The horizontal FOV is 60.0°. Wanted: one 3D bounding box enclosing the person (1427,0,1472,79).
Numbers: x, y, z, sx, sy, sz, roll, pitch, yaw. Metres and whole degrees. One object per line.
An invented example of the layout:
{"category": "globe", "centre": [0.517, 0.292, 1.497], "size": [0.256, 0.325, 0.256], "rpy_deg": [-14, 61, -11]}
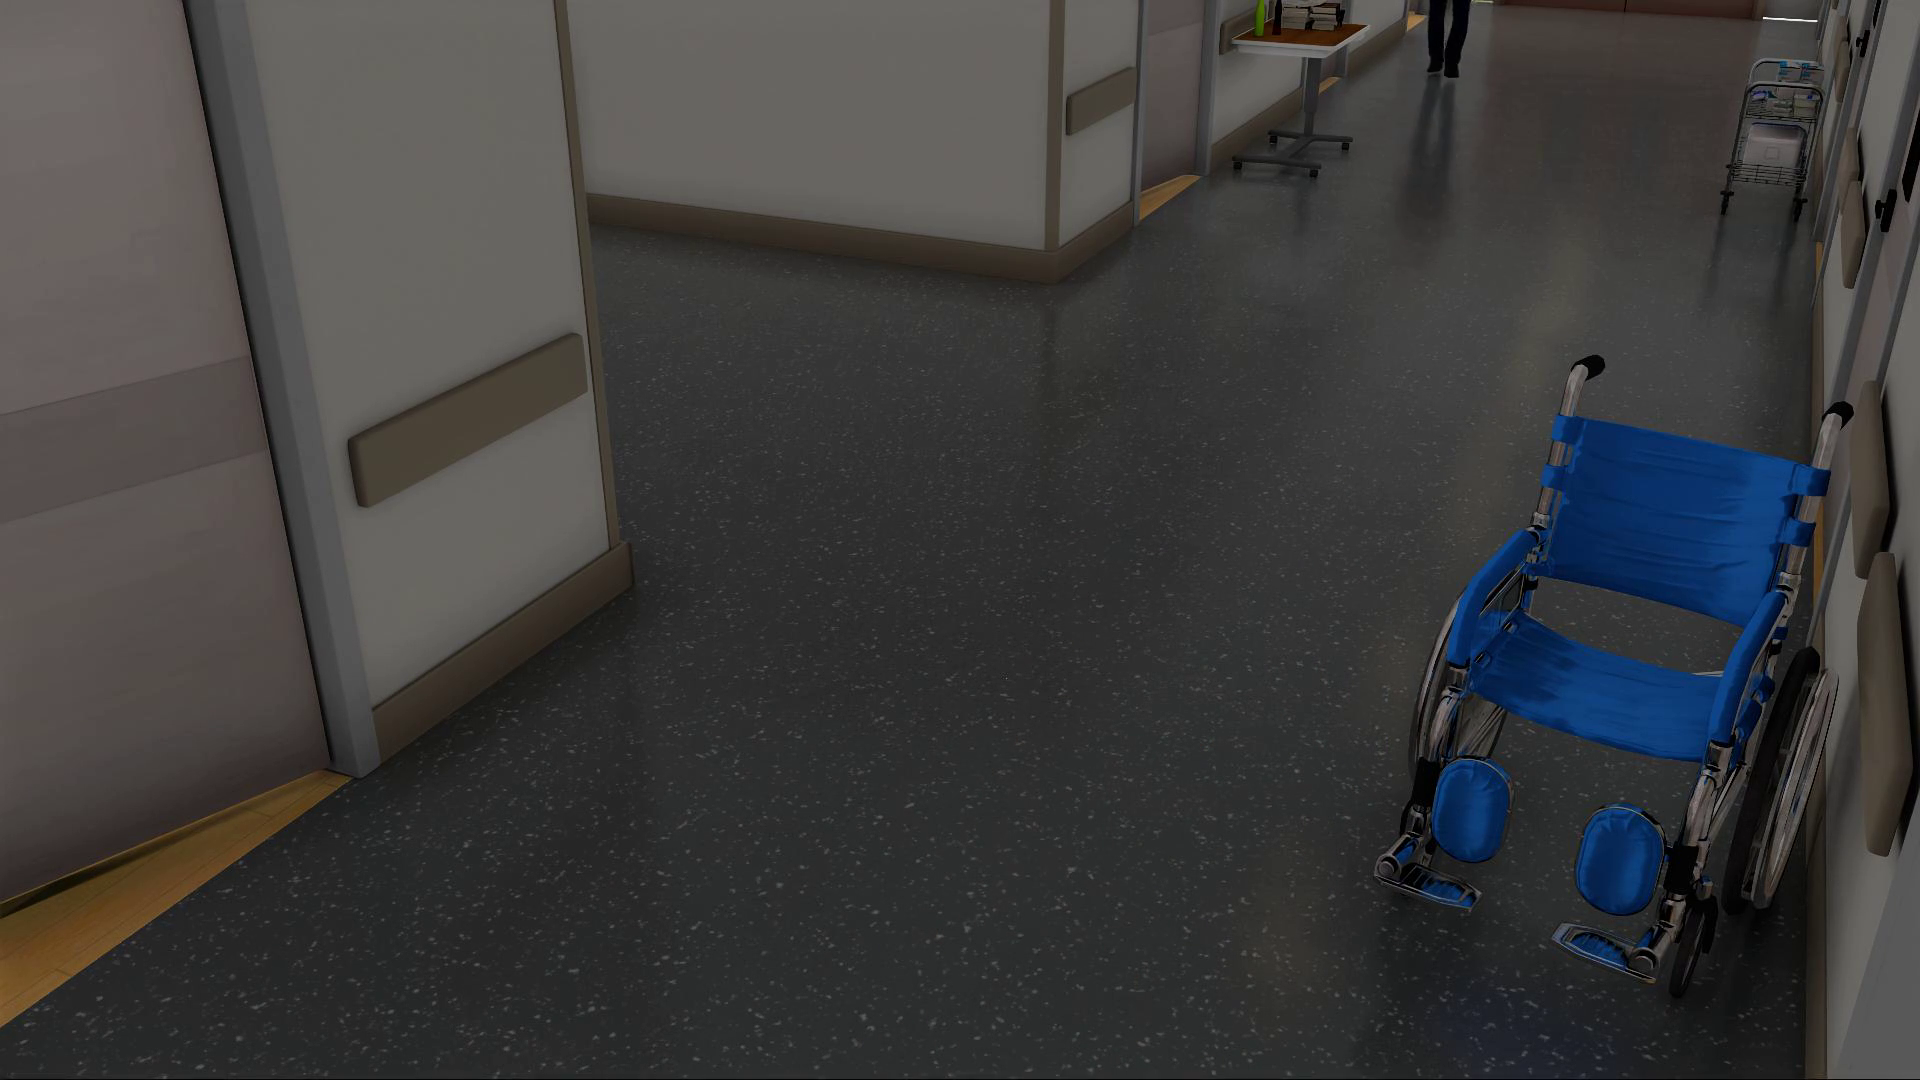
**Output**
{"category": "person", "centre": [3.914, -4.638, 13.176], "size": [0.736, 1.861, 0.941], "rpy_deg": [7, 27, 15]}
